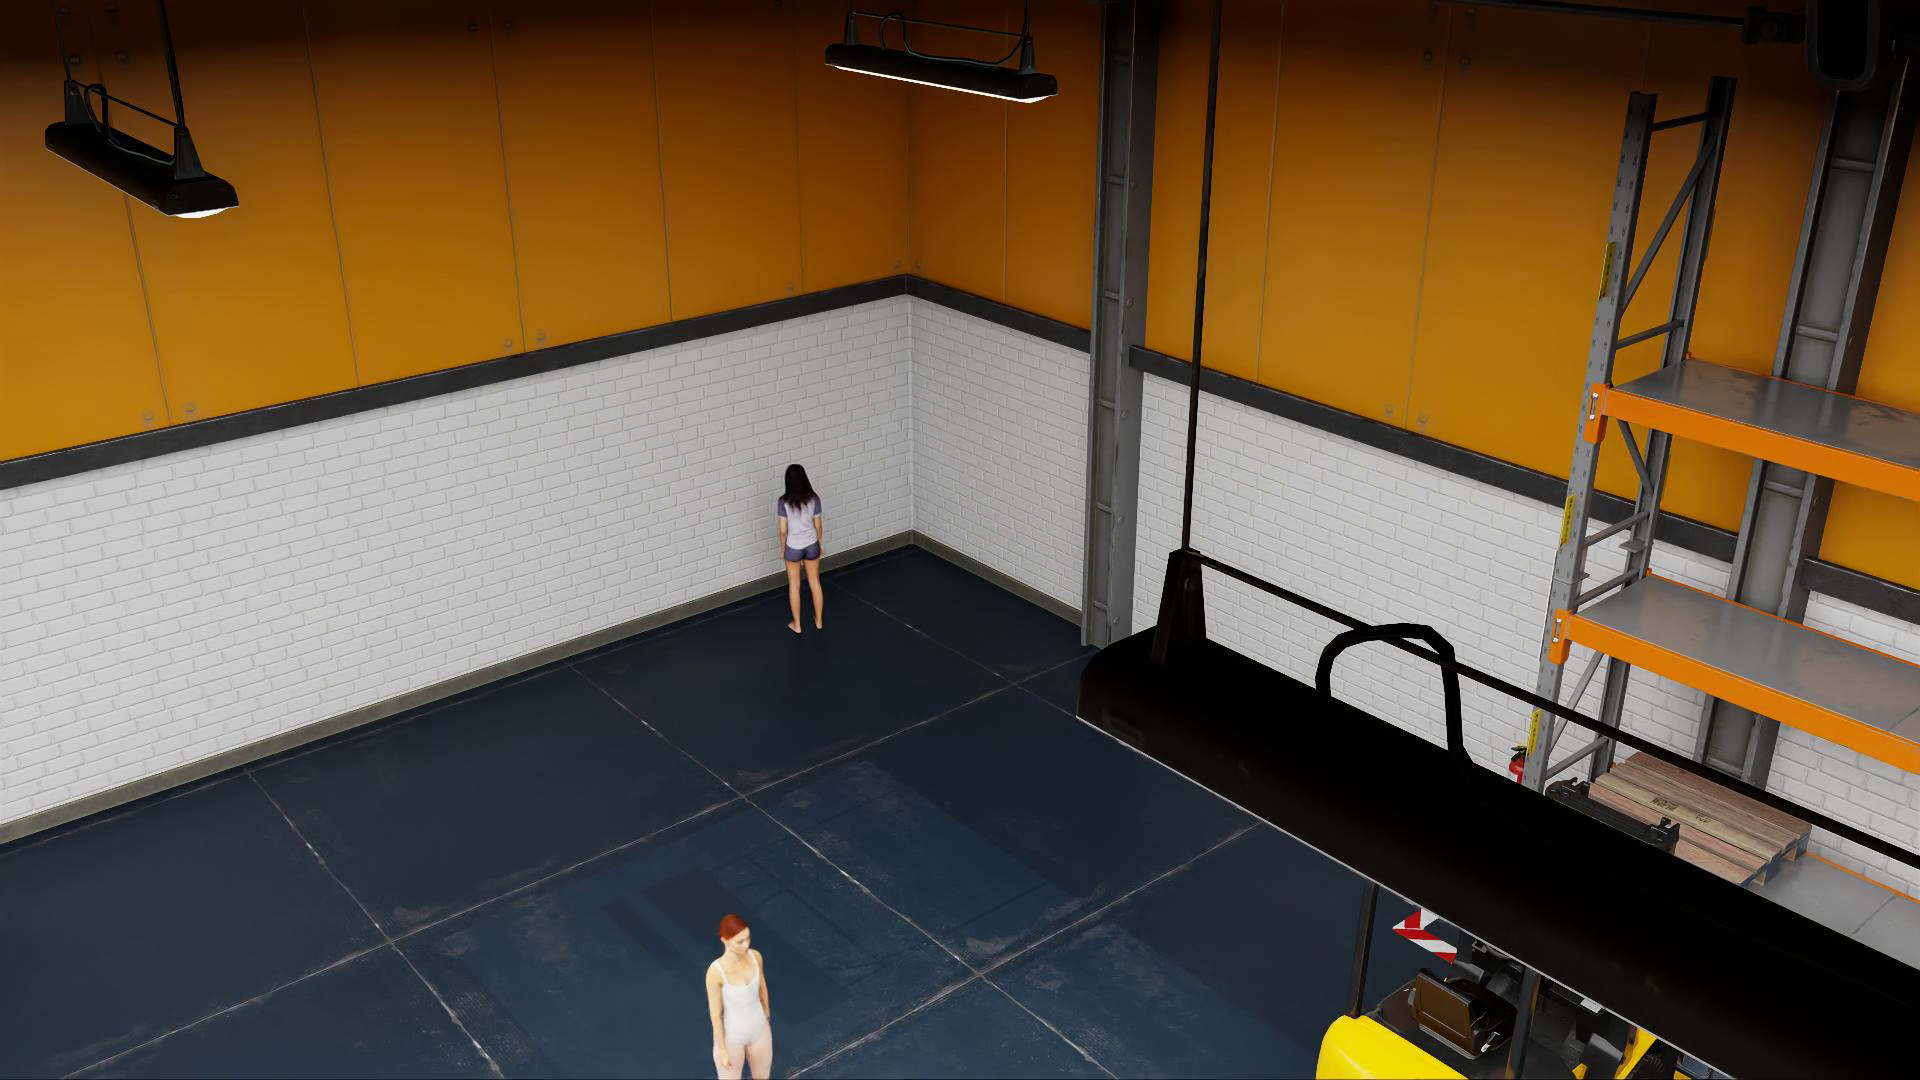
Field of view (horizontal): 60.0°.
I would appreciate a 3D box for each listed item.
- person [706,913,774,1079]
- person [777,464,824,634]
[{"bbox_3d":[-1.323,2.910,9.830,0.549,1.642,0.503,-20,30,-38],"label":"person"},{"bbox_3d":[-1.546,0.076,16.205,0.647,1.731,0.623,-8,25,-18],"label":"person"}]
